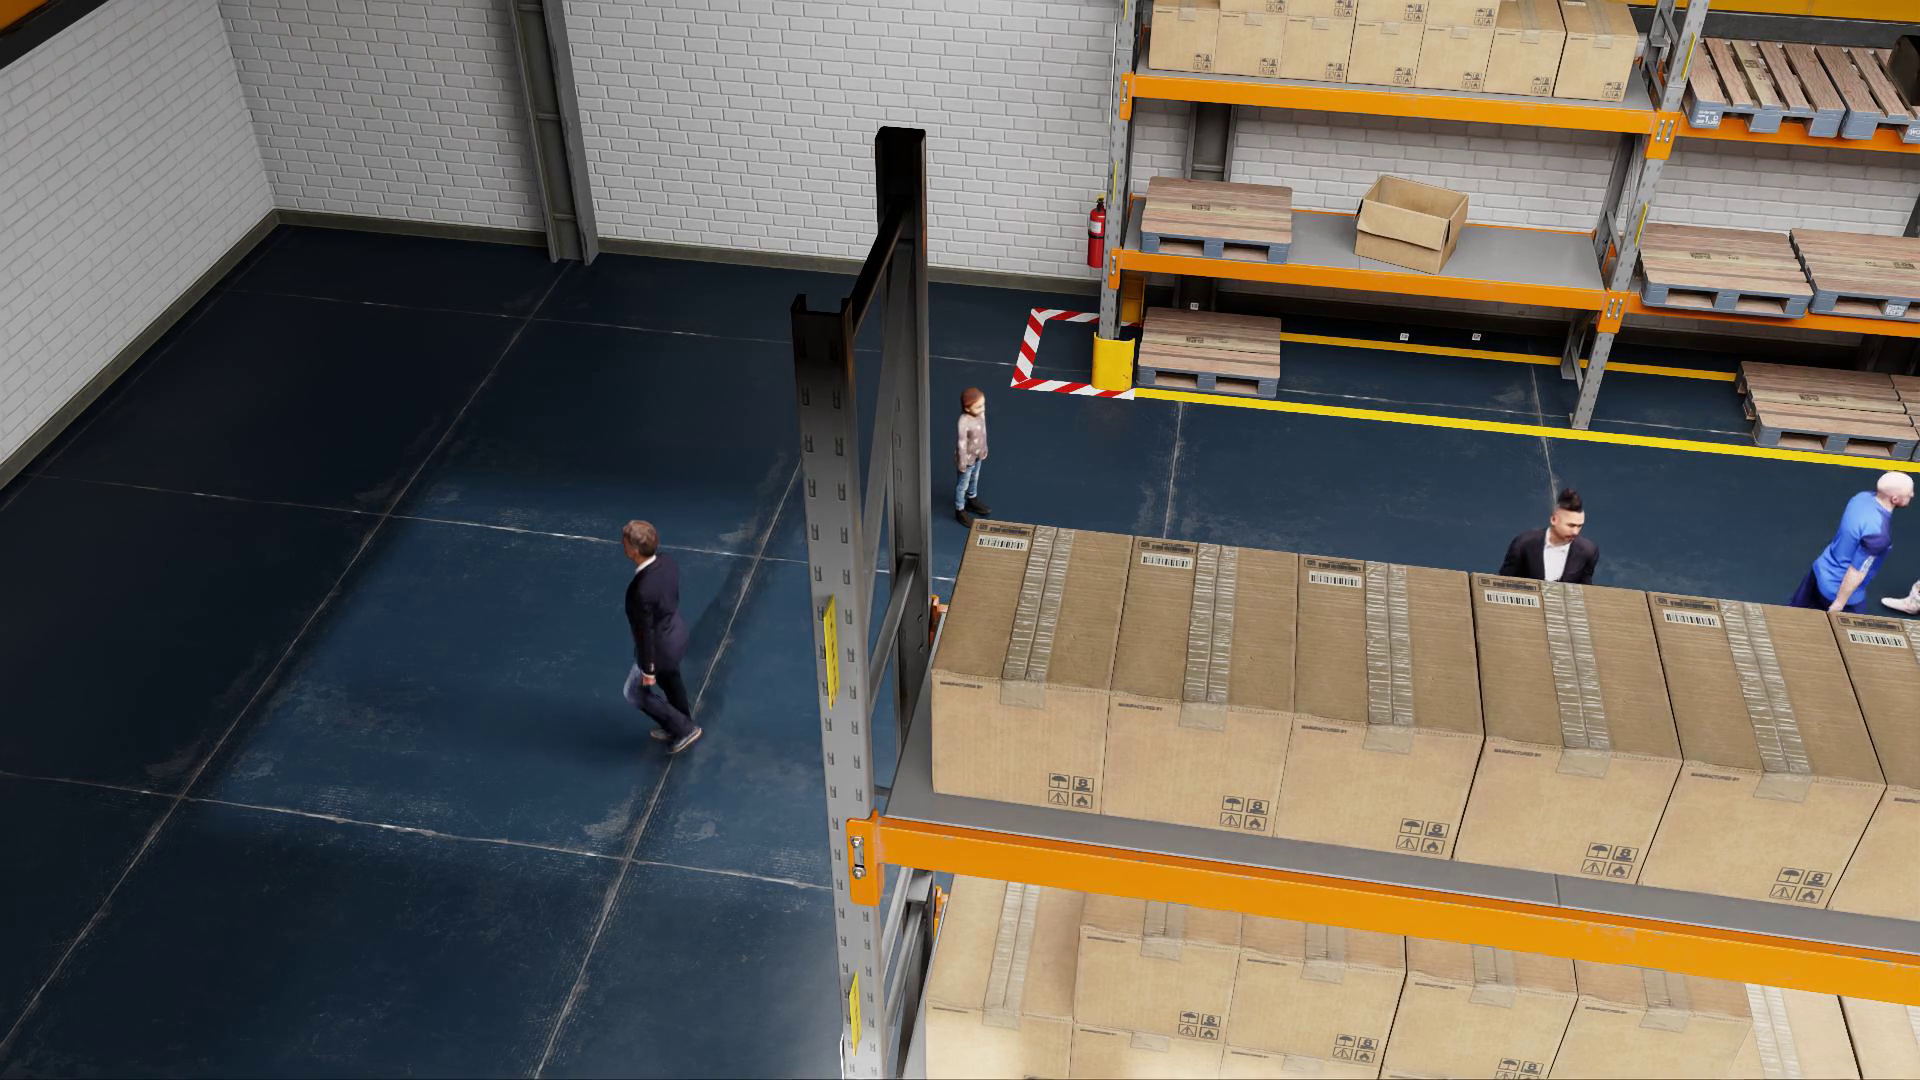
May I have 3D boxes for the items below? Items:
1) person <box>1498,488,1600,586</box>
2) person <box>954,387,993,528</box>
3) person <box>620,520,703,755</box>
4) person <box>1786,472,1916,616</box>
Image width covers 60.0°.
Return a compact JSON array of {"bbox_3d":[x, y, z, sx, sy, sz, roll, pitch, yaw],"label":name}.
[{"bbox_3d":[3.712,0.388,10.693,0.929,1.932,0.925,13,40,16],"label":"person"},{"bbox_3d":[0.072,-0.657,12.593,0.560,1.193,0.540,24,44,27],"label":"person"},{"bbox_3d":[-1.821,0.653,10.464,0.695,1.804,0.738,8,39,10],"label":"person"},{"bbox_3d":[5.688,0.281,10.935,1.107,1.797,0.731,3,39,4],"label":"person"}]
